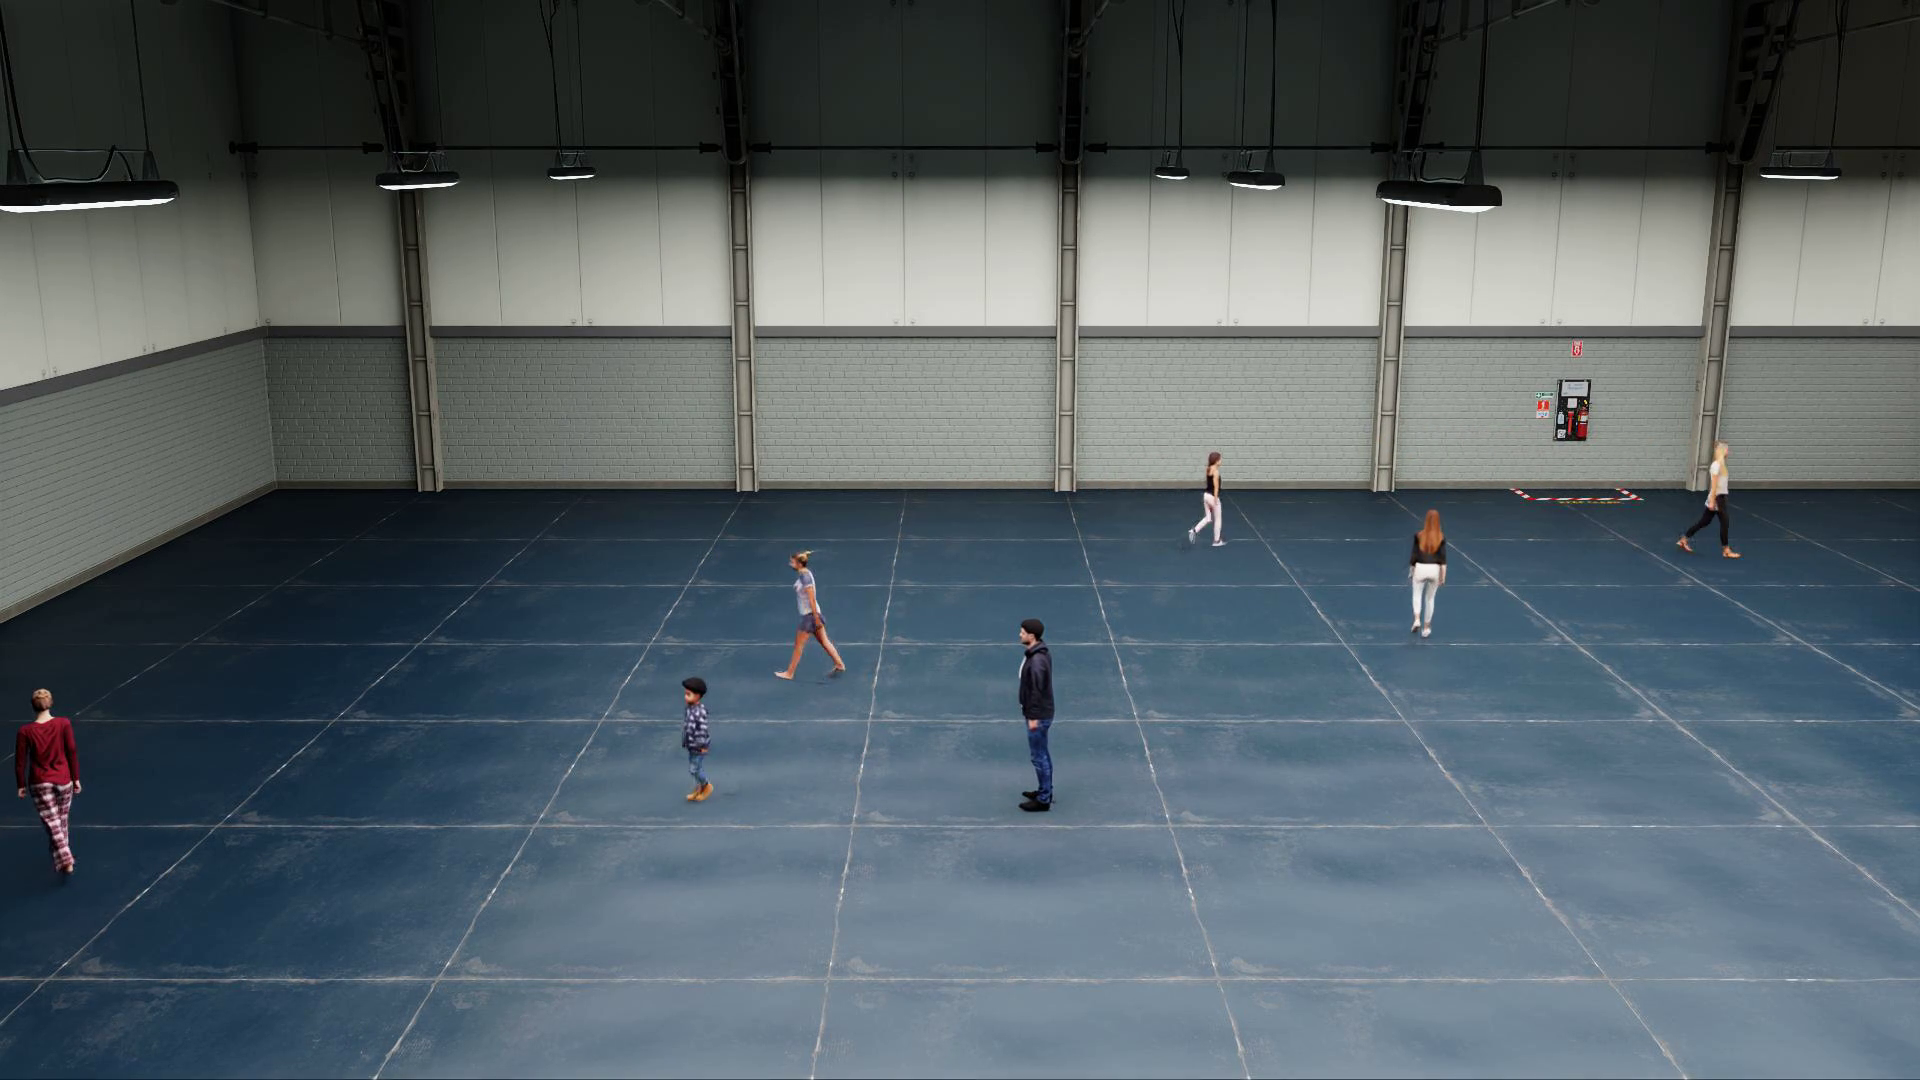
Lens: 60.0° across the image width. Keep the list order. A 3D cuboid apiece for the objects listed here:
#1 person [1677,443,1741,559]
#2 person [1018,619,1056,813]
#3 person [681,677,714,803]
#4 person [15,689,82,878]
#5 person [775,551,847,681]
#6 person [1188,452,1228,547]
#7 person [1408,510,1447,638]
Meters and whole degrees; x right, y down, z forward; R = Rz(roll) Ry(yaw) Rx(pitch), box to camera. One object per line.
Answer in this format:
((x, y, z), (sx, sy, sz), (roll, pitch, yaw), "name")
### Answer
((11.715, -0.610, 26.020), (1.241, 1.789, 0.957), (6, 14, 25), "person")
((0.766, 1.664, 15.986), (0.601, 1.887, 0.686), (2, 13, 7), "person")
((-2.523, 1.942, 16.214), (0.624, 1.243, 0.578), (-10, 17, -38), "person")
((-7.899, 2.132, 14.468), (1.062, 1.659, 1.089), (-11, 17, -39), "person")
((-1.721, 0.925, 19.892), (1.068, 1.564, 0.636), (0, 13, 1), "person")
((3.987, -0.643, 26.703), (0.958, 1.547, 0.744), (-5, 14, -21), "person")
((6.063, 0.456, 21.632), (0.700, 1.694, 0.787), (4, 14, 19), "person")
